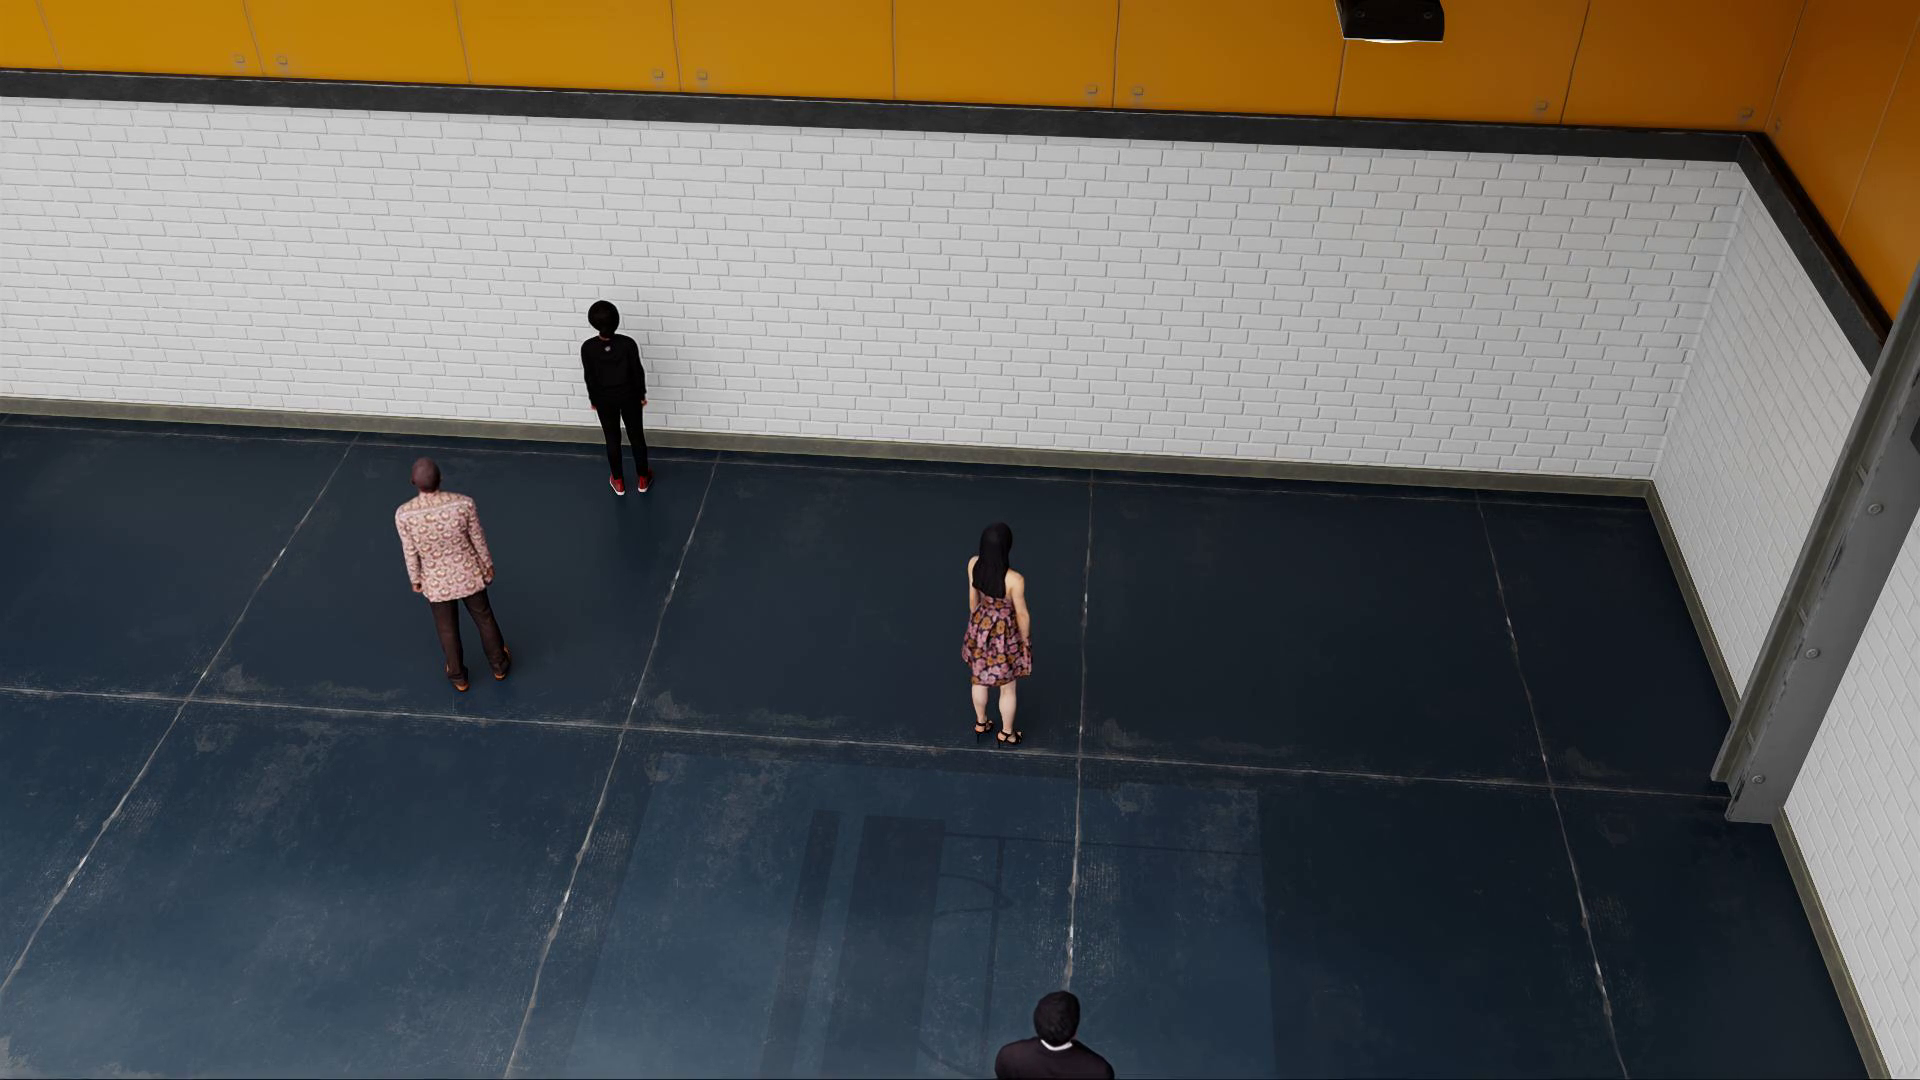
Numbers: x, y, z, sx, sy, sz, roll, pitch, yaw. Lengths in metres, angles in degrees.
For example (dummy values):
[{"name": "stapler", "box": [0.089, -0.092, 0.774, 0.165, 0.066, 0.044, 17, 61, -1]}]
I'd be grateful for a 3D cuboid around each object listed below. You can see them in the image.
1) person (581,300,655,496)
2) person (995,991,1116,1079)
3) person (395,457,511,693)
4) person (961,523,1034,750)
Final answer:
[{"name": "person", "box": [-2.578, -1.072, 12.538, 0.652, 1.675, 0.628, -6, 39, -8]}, {"name": "person", "box": [0.415, 2.708, 7.637, 0.702, 1.884, 0.557, 5, 39, 7]}, {"name": "person", "box": [-3.295, 0.227, 10.805, 0.771, 1.808, 0.750, -13, 40, -16]}, {"name": "person", "box": [0.237, 0.603, 10.361, 0.785, 1.775, 0.818, 21, 43, 25]}]
